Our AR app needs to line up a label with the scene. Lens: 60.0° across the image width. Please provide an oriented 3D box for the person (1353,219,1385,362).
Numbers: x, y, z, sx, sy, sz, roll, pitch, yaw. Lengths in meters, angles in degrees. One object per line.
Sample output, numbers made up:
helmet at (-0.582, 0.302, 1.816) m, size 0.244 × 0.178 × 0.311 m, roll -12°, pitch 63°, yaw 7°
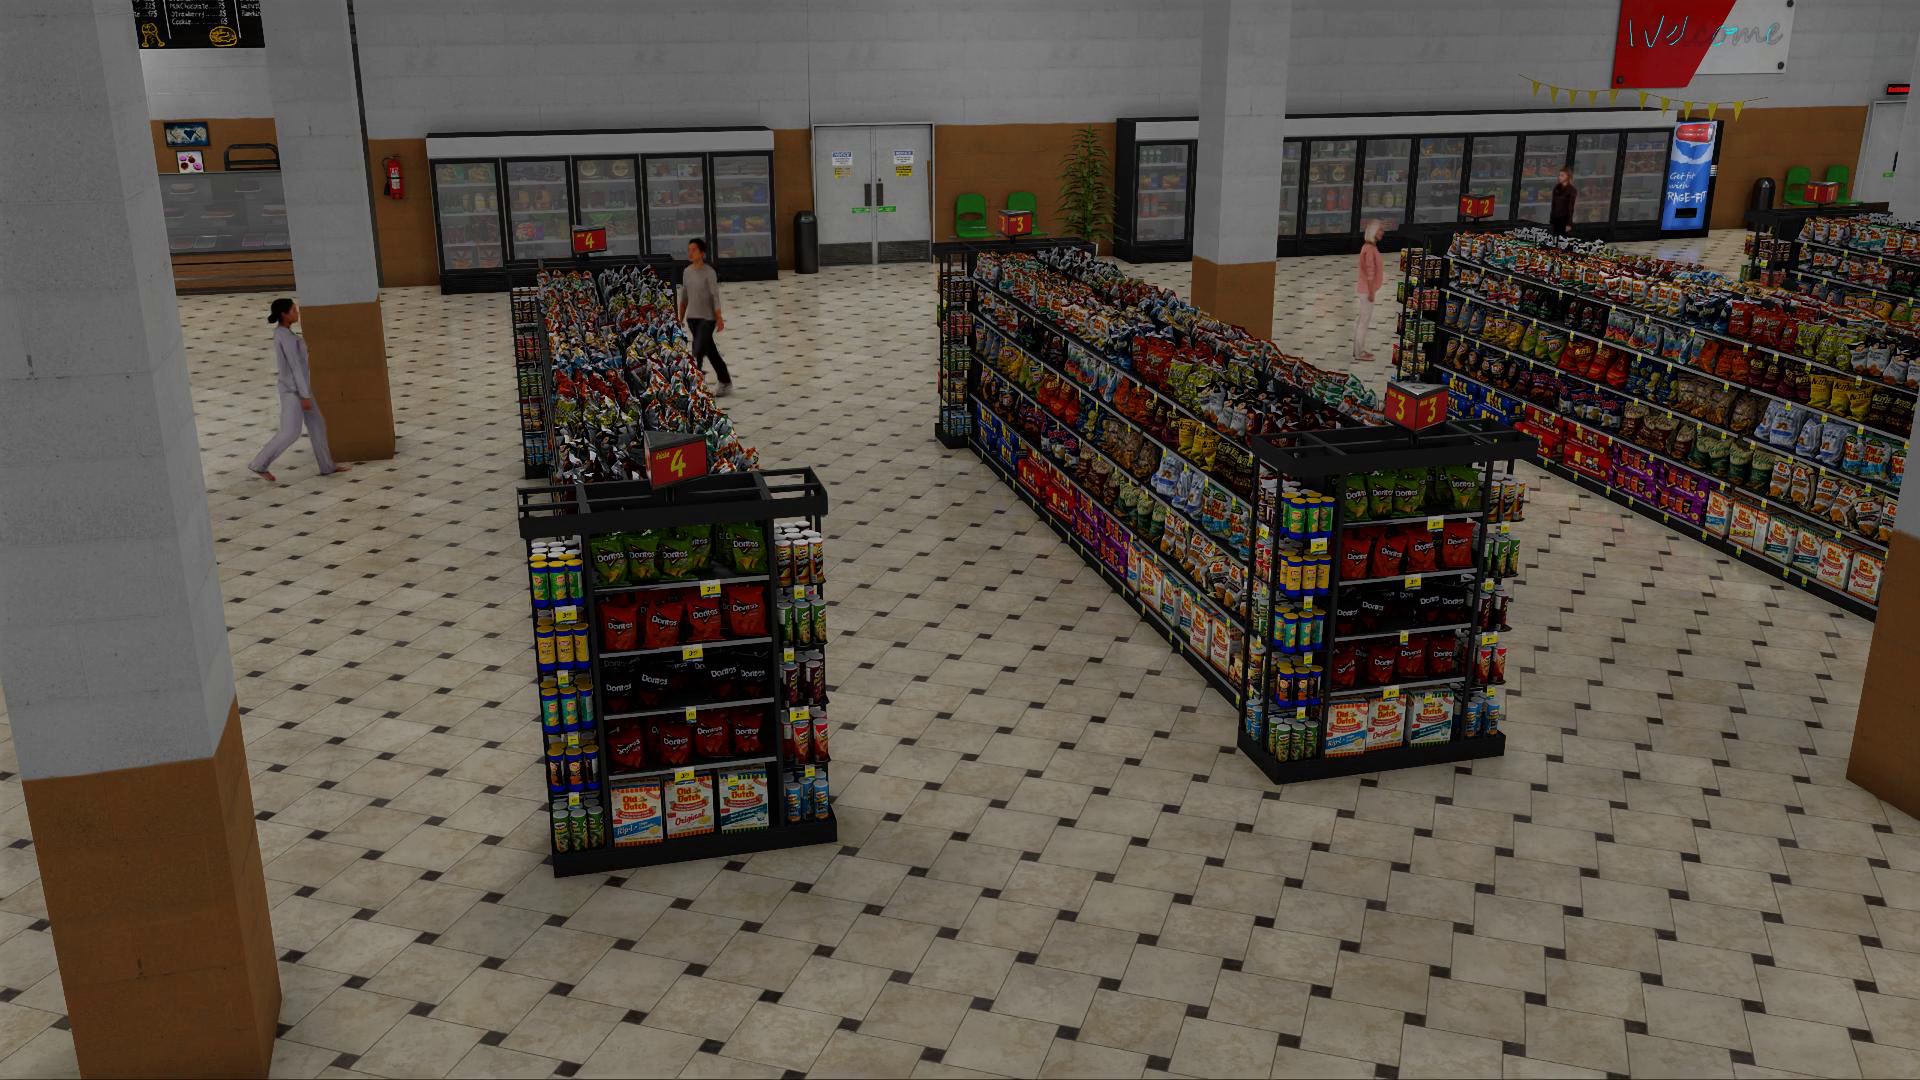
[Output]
person at (5.040, -3.103, 20.577) m, size 0.735 × 1.724 × 0.610 m, roll 4°, pitch 19°, yaw 11°

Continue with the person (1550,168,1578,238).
person at (9.582, -5.036, 26.358) m, size 0.776 × 1.693 × 0.737 m, roll -11°, pitch 22°, yaw -30°

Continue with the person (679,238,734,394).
person at (-2.818, -2.454, 18.592) m, size 1.185 × 1.762 × 1.146 m, roll 15°, pitch 24°, yaw 38°

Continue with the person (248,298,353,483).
person at (-6.270, -1.363, 15.451) m, size 0.836 × 1.702 × 1.122 m, roll -8°, pitch 20°, yaw -23°
